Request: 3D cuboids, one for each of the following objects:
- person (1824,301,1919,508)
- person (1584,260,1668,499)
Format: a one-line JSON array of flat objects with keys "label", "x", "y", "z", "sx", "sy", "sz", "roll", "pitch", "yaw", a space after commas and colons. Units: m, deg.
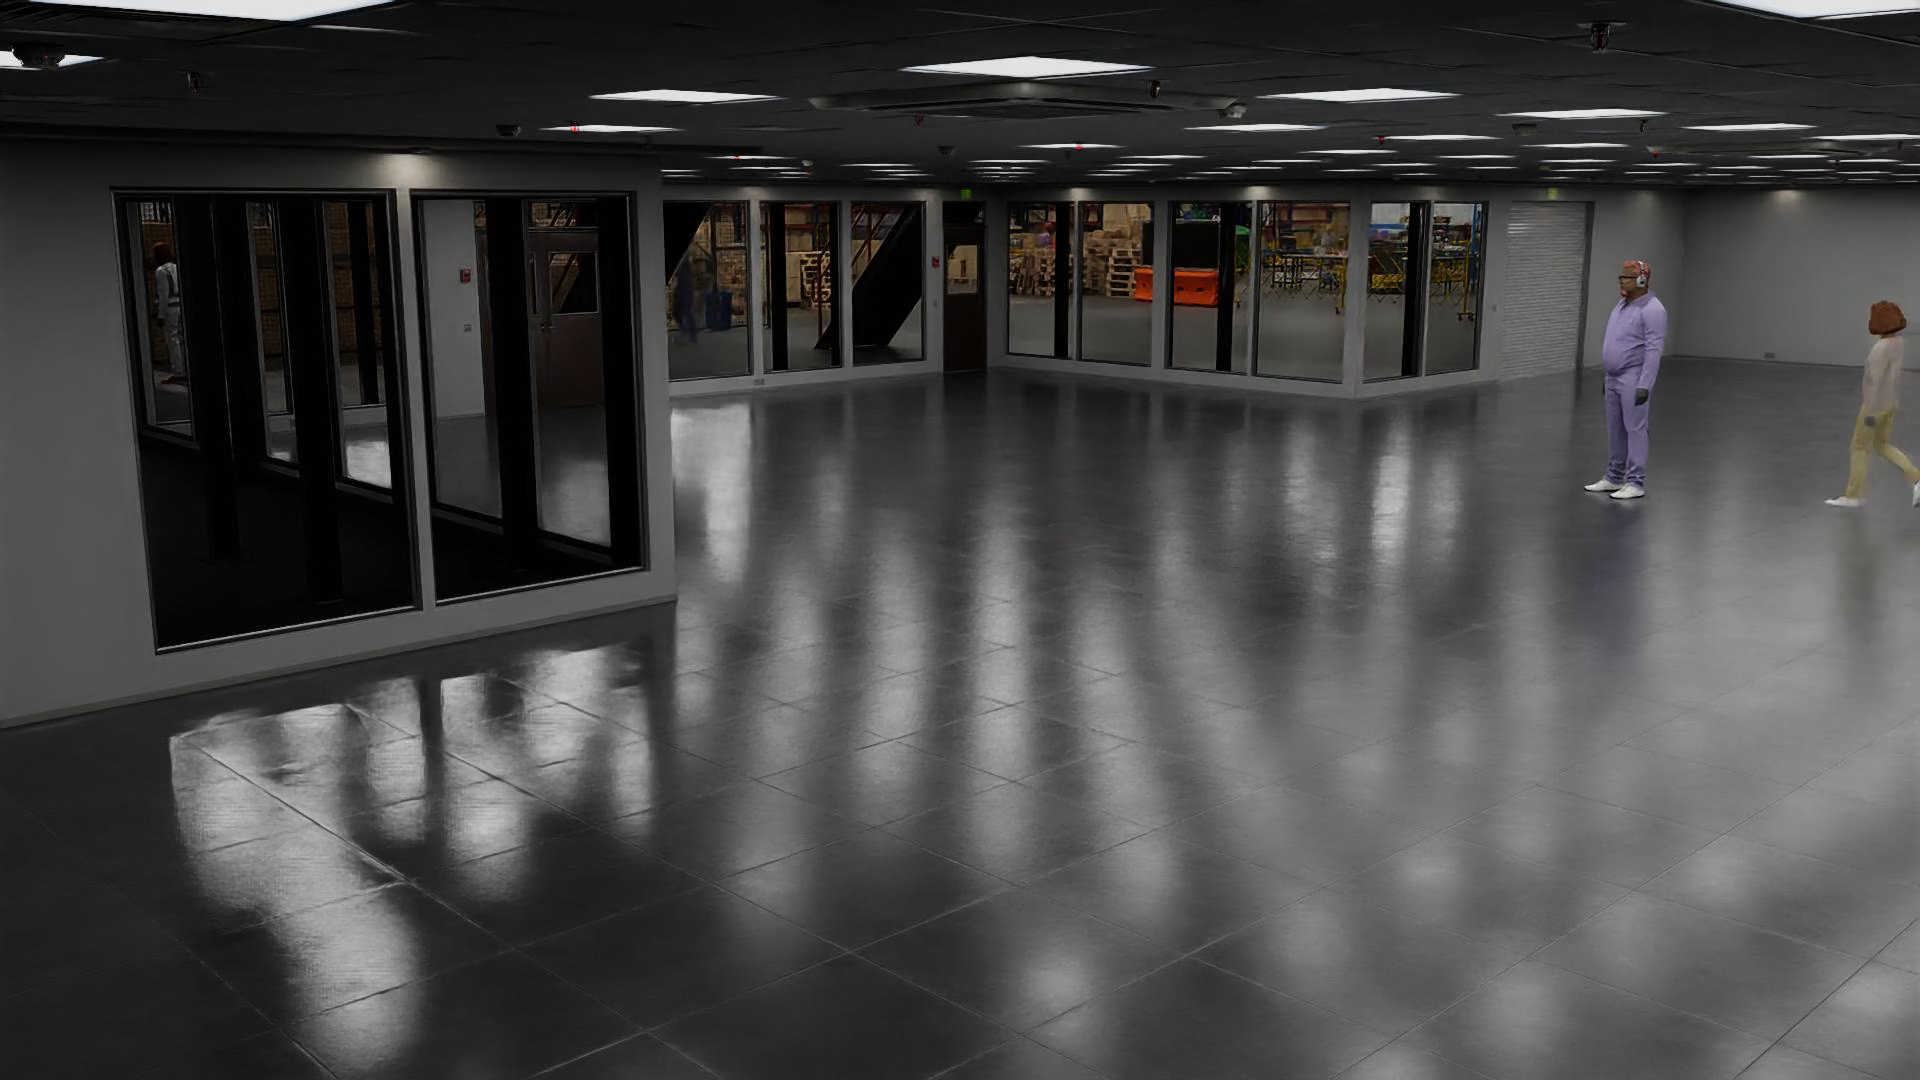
[{"label": "person", "x": 7.130, "y": -1.025, "z": 12.808, "sx": 0.507, "sy": 1.613, "sz": 0.652, "roll": -10, "pitch": 15, "yaw": -40}, {"label": "person", "x": 5.384, "y": -1.291, "z": 13.434, "sx": 0.410, "sy": 1.909, "sz": 0.643, "roll": -2, "pitch": 11, "yaw": -9}]
